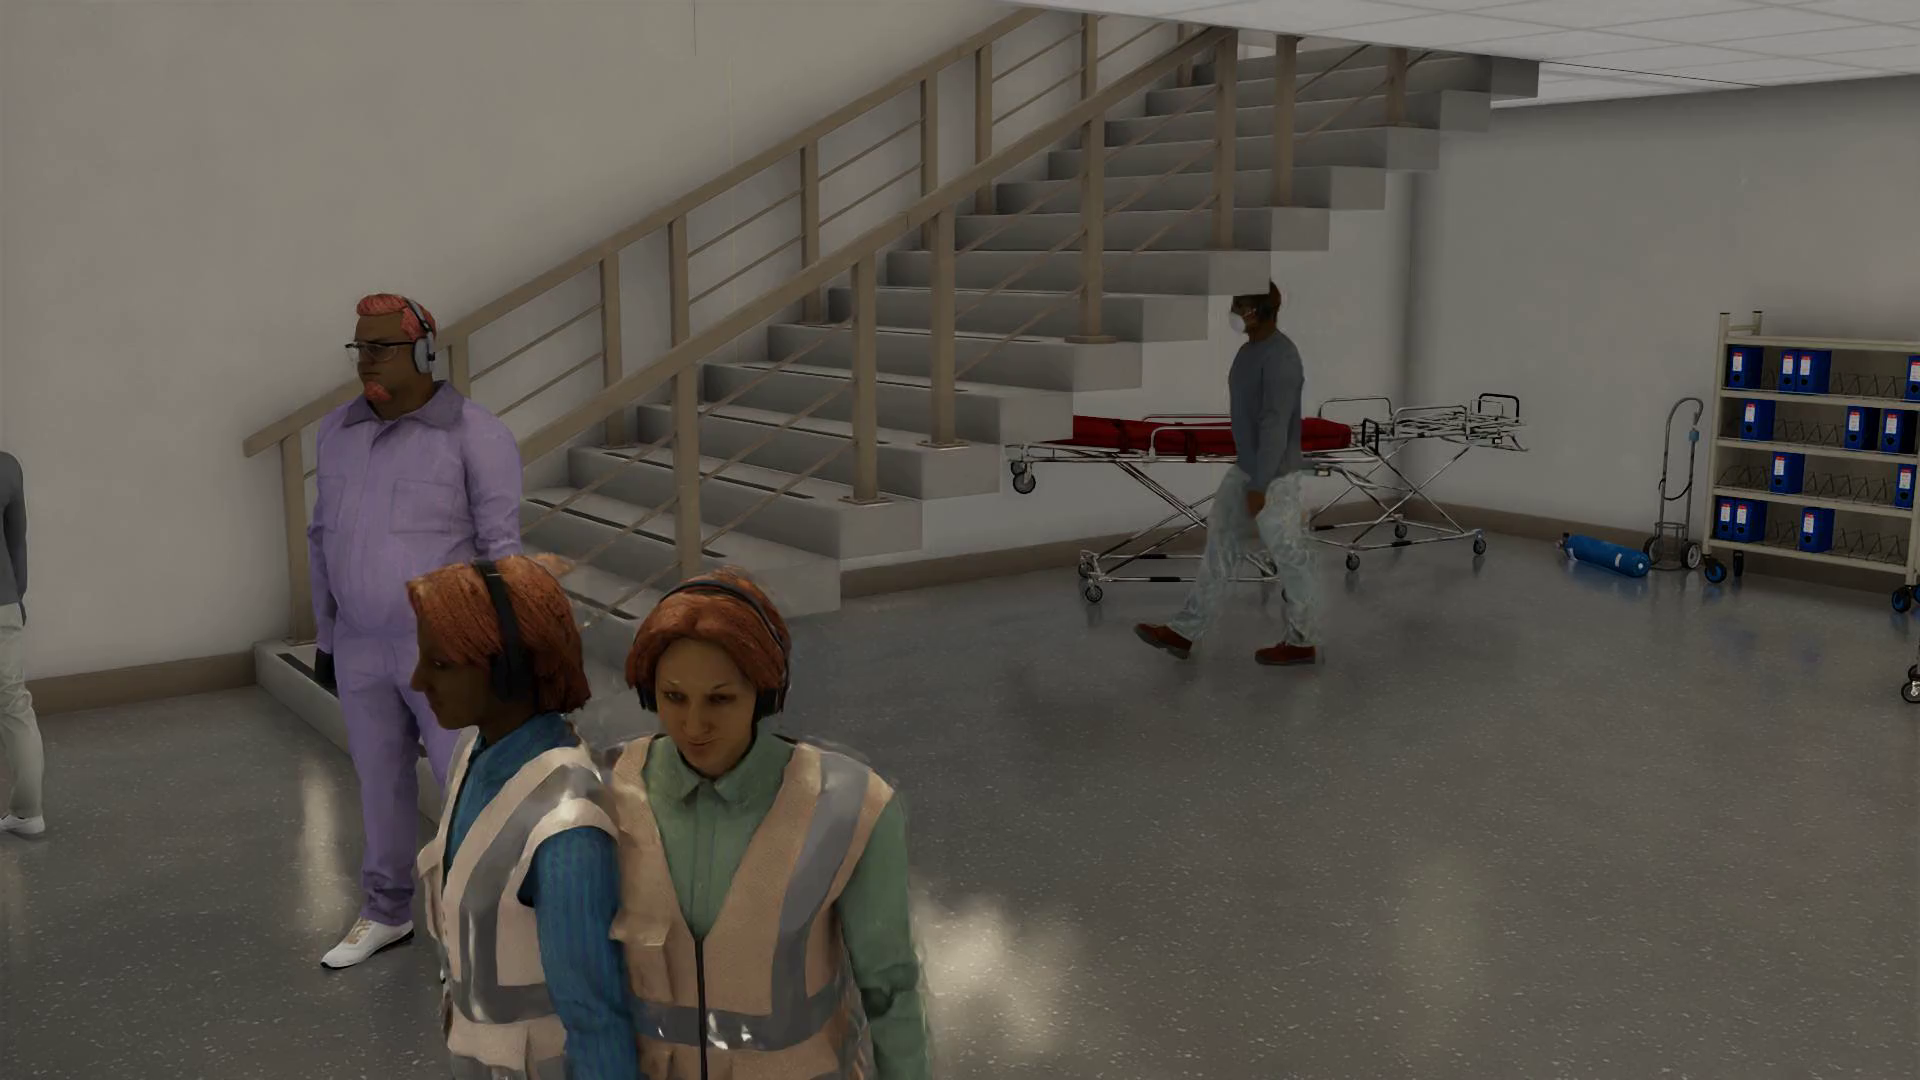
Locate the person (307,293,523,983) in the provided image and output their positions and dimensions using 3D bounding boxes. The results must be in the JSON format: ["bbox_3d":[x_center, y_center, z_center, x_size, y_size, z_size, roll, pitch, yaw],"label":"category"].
[{"bbox_3d":[-1.537,0.278,4.626,0.636,1.910,0.405,3,10,16],"label":"person"}]

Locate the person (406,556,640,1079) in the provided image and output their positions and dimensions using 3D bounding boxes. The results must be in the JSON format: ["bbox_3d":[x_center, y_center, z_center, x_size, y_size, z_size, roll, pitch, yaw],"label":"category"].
[{"bbox_3d":[-0.513,0.803,2.461,0.672,1.621,0.527,-5,11,-25],"label":"person"}]

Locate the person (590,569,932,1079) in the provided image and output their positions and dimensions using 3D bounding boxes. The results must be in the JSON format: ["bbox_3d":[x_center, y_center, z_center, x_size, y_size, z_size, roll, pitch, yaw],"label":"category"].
[{"bbox_3d":[-0.297,0.811,2.408,0.518,1.620,0.509,2,10,9],"label":"person"}]

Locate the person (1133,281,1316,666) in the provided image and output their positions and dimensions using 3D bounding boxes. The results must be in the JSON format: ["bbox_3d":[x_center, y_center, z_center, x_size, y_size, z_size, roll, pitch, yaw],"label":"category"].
[{"bbox_3d":[1.324,-0.308,8.017,0.957,1.896,0.656,-2,10,-10],"label":"person"}]

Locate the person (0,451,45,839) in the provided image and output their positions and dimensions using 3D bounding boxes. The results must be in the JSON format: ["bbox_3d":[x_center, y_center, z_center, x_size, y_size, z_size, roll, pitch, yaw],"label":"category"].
[{"bbox_3d":[-3.313,0.254,5.543,0.280,1.636,0.500,2,10,13],"label":"person"}]
